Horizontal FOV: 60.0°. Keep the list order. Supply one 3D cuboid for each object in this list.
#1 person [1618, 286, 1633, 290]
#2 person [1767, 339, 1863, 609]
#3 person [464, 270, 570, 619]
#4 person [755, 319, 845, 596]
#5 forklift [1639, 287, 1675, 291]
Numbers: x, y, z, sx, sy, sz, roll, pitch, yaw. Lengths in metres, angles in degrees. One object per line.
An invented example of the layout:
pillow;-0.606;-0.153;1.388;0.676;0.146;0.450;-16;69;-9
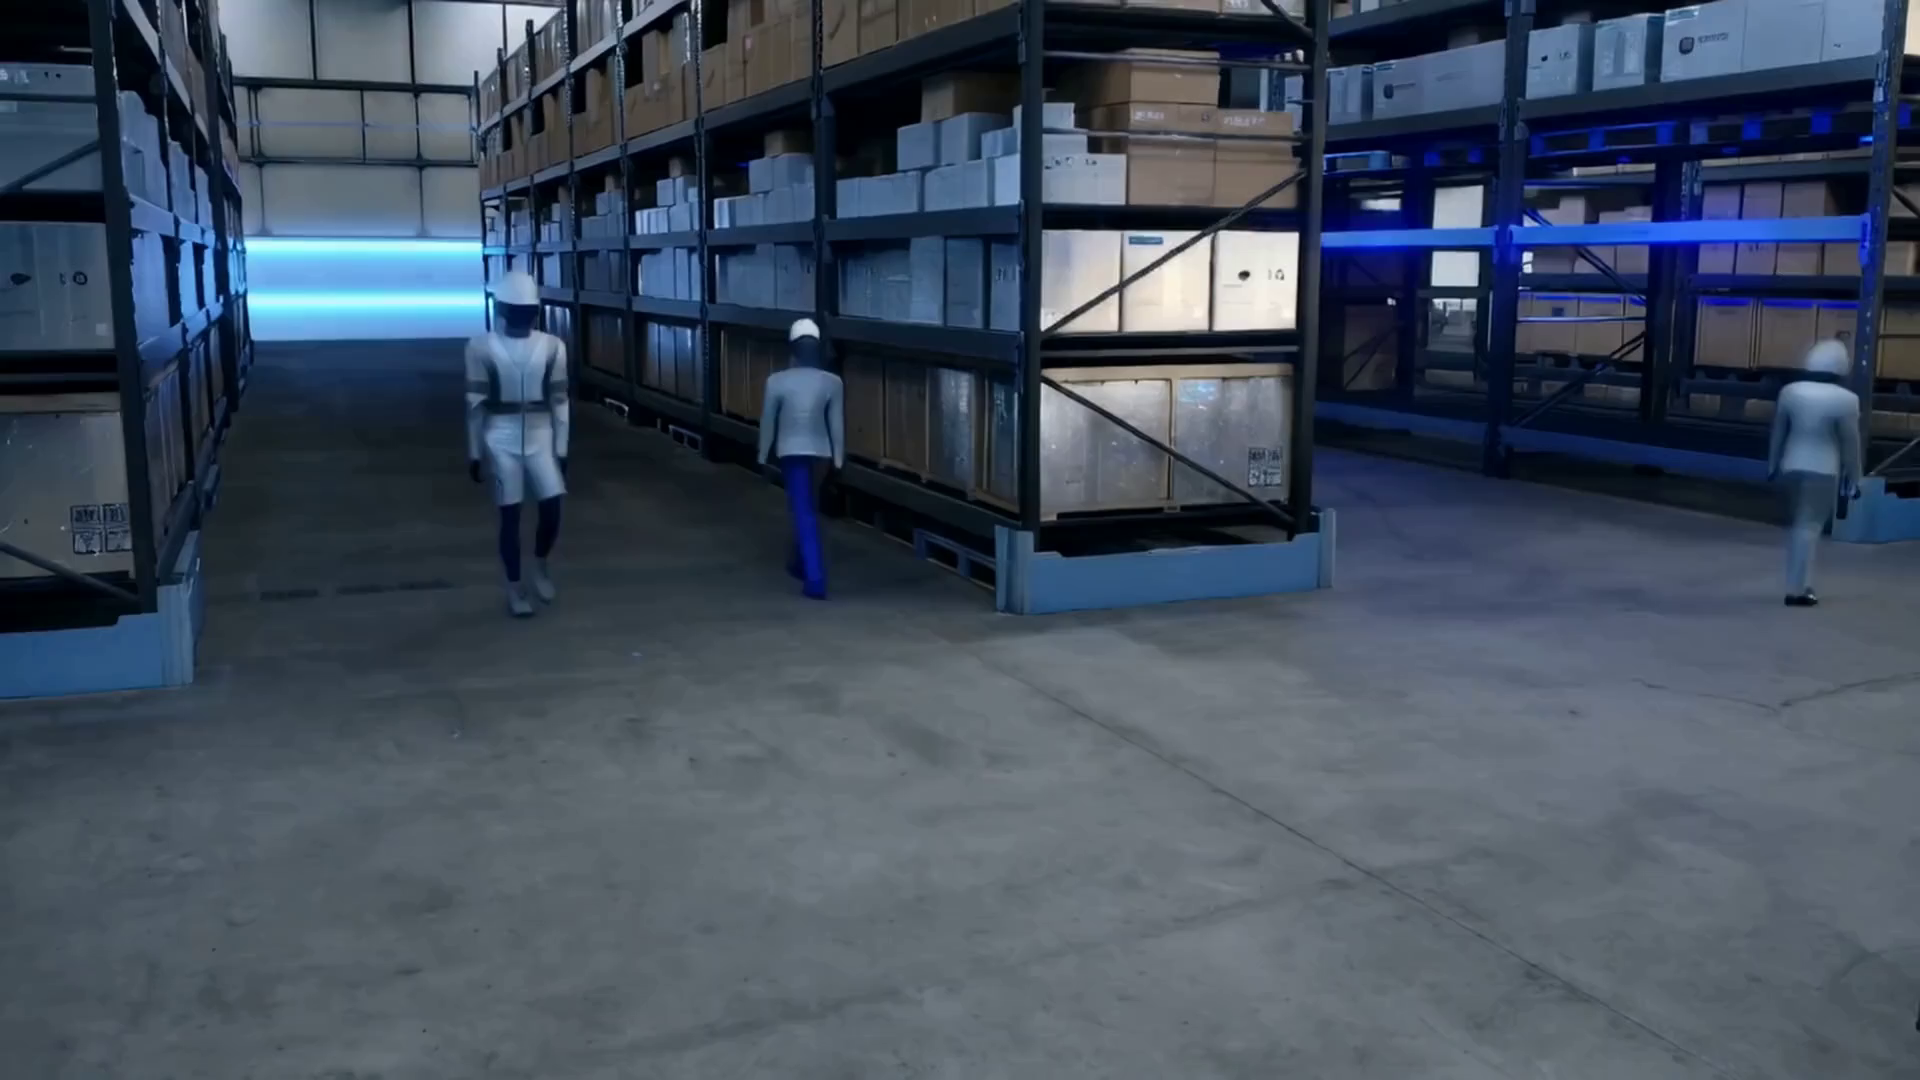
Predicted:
person;16.502;-5.736;41.132;0.409;1.907;0.651;-7;12;-38
person;5.174;-0.395;9.995;0.548;1.614;0.534;-5;11;-27
person;-2.563;-0.547;9.696;0.627;2.031;0.453;-5;11;-26
person;-1.006;-0.534;10.538;0.526;1.719;0.912;-5;11;-30
forklift;13.133;-4.583;31.316;1.873;2.768;1.129;-4;10;-22
